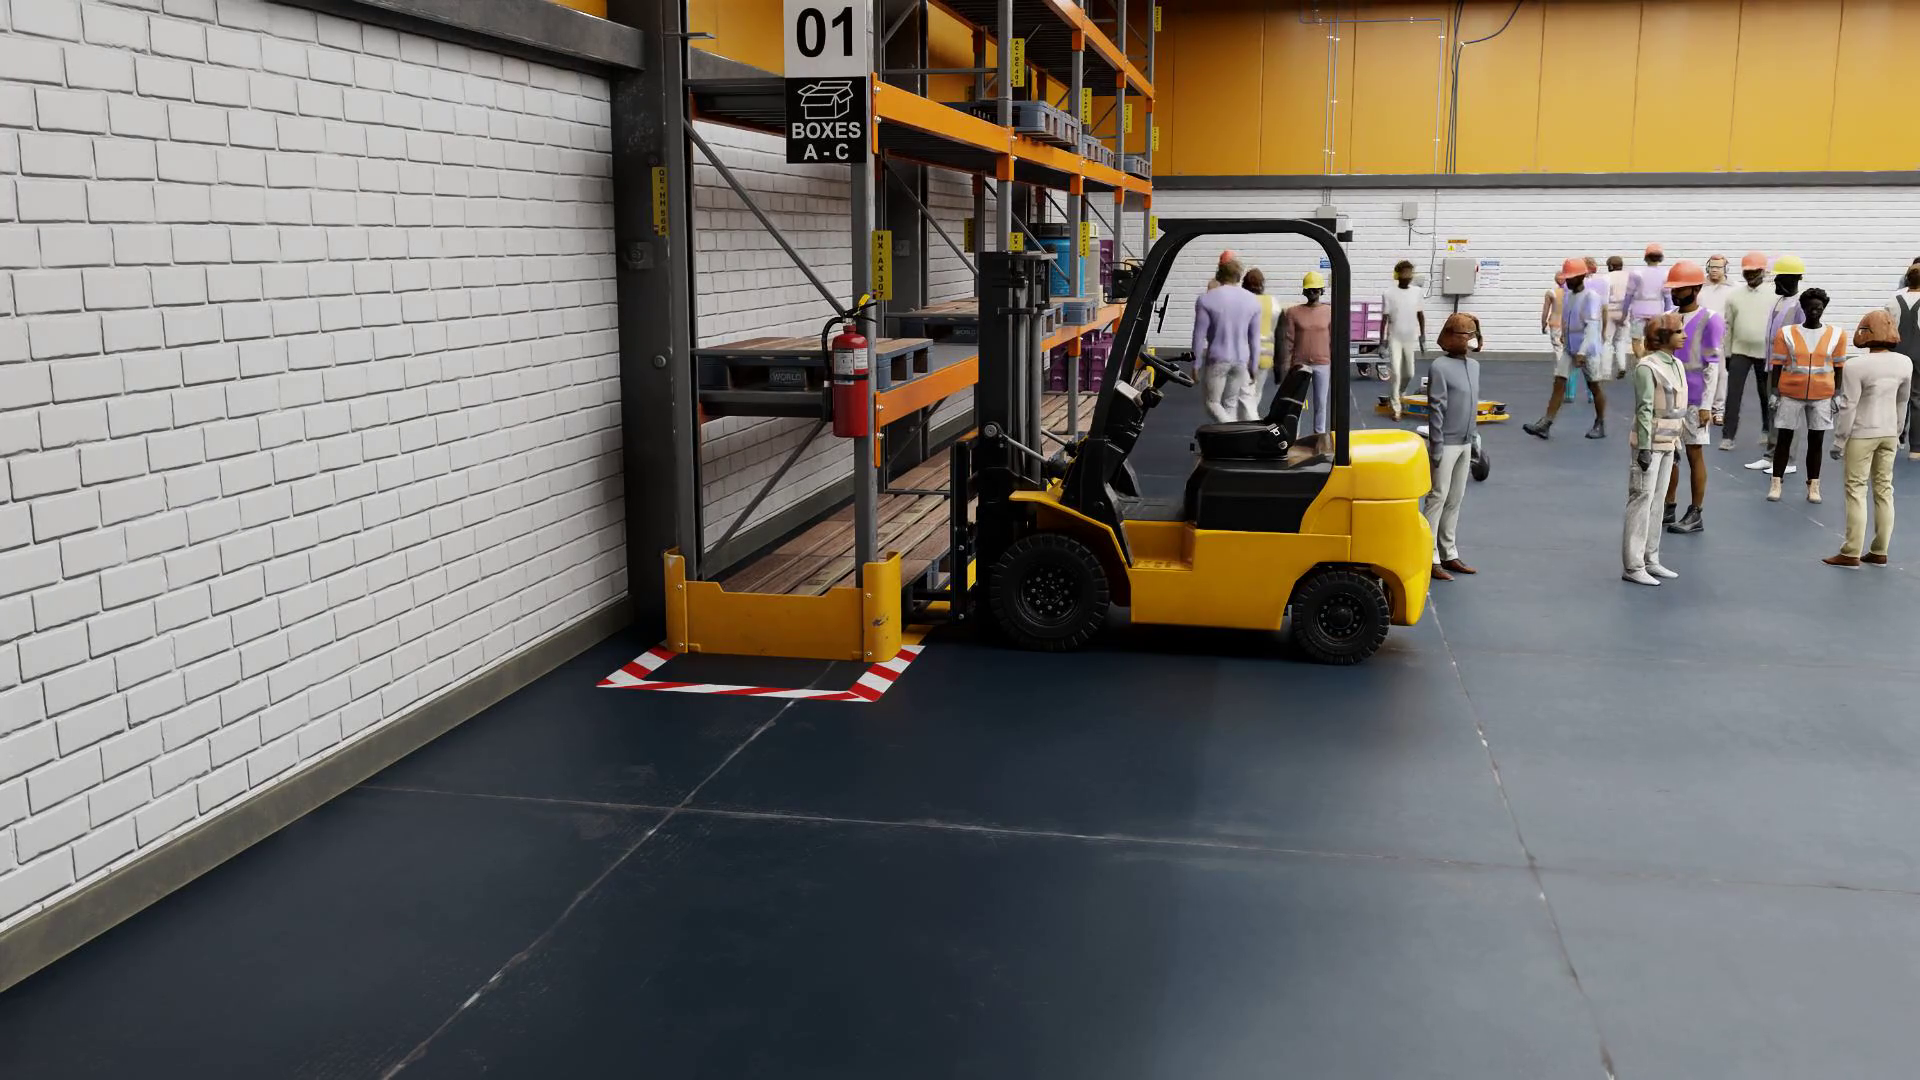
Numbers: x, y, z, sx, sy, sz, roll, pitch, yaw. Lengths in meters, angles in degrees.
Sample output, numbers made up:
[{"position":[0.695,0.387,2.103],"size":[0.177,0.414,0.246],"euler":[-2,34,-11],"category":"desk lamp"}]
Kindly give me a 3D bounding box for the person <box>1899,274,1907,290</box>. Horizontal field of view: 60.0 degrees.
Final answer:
[{"position":[13.170,-3.003,22.821],"size":[0.495,1.902,0.636],"euler":[-6,12,-31],"category":"person"}]

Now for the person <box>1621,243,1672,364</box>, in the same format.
[{"position":[9.773,-3.201,23.614],"size":[0.661,2.013,0.842],"euler":[2,10,10],"category":"person"}]

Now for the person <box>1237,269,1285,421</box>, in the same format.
[{"position":[2.723,-1.666,15.785],"size":[0.619,1.775,0.984],"euler":[-3,11,-13],"category":"person"}]

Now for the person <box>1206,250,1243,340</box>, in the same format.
[{"position":[3.424,-2.743,21.320],"size":[0.564,1.914,0.586],"euler":[2,11,10],"category":"person"}]

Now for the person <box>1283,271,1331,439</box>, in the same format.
[{"position":[3.342,-1.668,15.842],"size":[0.531,1.767,0.328],"euler":[2,11,12],"category":"person"}]

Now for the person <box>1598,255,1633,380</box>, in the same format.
[{"position":[9.552,-3.240,24.322],"size":[0.636,1.817,0.432],"euler":[-1,10,-6],"category":"person"}]

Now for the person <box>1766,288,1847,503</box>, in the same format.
[{"position":[6.663,-1.134,13.107],"size":[0.542,1.696,0.316],"euler":[4,11,21],"category":"person"}]

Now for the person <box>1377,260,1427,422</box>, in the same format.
[{"position":[5.045,-2.288,19.098],"size":[0.560,1.826,0.776],"euler":[-1,10,-6],"category":"person"}]

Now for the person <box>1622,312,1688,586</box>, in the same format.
[{"position":[4.219,-0.553,10.083],"size":[0.309,1.639,0.515],"euler":[10,14,42],"category":"person"}]

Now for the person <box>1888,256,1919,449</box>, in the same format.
[{"position":[9.324,-1.807,16.192],"size":[0.372,1.916,0.597],"euler":[-6,12,-30],"category":"person"}]

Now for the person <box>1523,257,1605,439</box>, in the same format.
[{"position":[6.337,-1.956,17.126],"size":[1.011,1.867,0.575],"euler":[-4,11,-22],"category":"person"}]

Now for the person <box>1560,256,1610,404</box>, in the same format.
[{"position":[7.843,-2.630,20.901],"size":[0.564,1.845,0.390],"euler":[2,11,12],"category":"person"}]

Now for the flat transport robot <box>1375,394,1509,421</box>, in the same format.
[{"position":[5.537,-1.524,19.157],"size":[0.652,0.197,1.431],"euler":[-6,12,-31],"category":"flat transport robot"}]

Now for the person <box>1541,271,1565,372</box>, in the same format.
[{"position":[8.704,-3.093,24.120],"size":[0.519,1.588,0.872],"euler":[1,10,4],"category":"person"}]

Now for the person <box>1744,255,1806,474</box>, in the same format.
[{"position":[7.284,-1.543,14.717],"size":[0.367,1.928,0.584],"euler":[0,10,0],"category":"person"}]

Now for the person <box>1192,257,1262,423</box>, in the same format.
[{"position":[2.428,-1.579,14.952],"size":[0.661,1.912,0.657],"euler":[-3,11,-14],"category":"person"}]

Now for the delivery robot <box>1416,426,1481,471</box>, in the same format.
[{"position":[4.237,-0.855,14.450],"size":[0.477,0.478,0.707],"euler":[-1,10,-6],"category":"delivery robot"}]

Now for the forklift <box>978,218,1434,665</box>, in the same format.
[{"position":[1.285,-0.567,8.635],"size":[2.313,2.155,1.214],"euler":[2,11,11],"category":"forklift"}]

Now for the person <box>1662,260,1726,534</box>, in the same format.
[{"position":[5.104,-1.007,11.793],"size":[0.394,1.929,0.539],"euler":[-6,12,-28],"category":"person"}]

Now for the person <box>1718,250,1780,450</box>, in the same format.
[{"position":[7.867,-1.881,16.477],"size":[0.617,1.965,0.927],"euler":[8,13,36],"category":"person"}]

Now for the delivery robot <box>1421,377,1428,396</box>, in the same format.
[{"position":[5.865,-1.851,19.913],"size":[0.707,0.478,0.477],"euler":[-6,12,-31],"category":"delivery robot"}]

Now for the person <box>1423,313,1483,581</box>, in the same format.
[{"position":[3.035,-0.576,10.220],"size":[0.497,1.633,0.284],"euler":[-10,14,-43],"category":"person"}]

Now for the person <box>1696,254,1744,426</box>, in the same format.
[{"position":[8.347,-2.217,18.474],"size":[0.650,1.904,0.401],"euler":[5,11,23],"category":"person"}]

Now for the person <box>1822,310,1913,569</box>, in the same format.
[{"position":[5.741,-0.629,10.512],"size":[0.497,1.633,0.285],"euler":[-3,11,-15],"category":"person"}]

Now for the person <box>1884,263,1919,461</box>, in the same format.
[{"position":[8.912,-1.665,15.609],"size":[0.504,1.847,0.345],"euler":[10,14,42],"category":"person"}]
